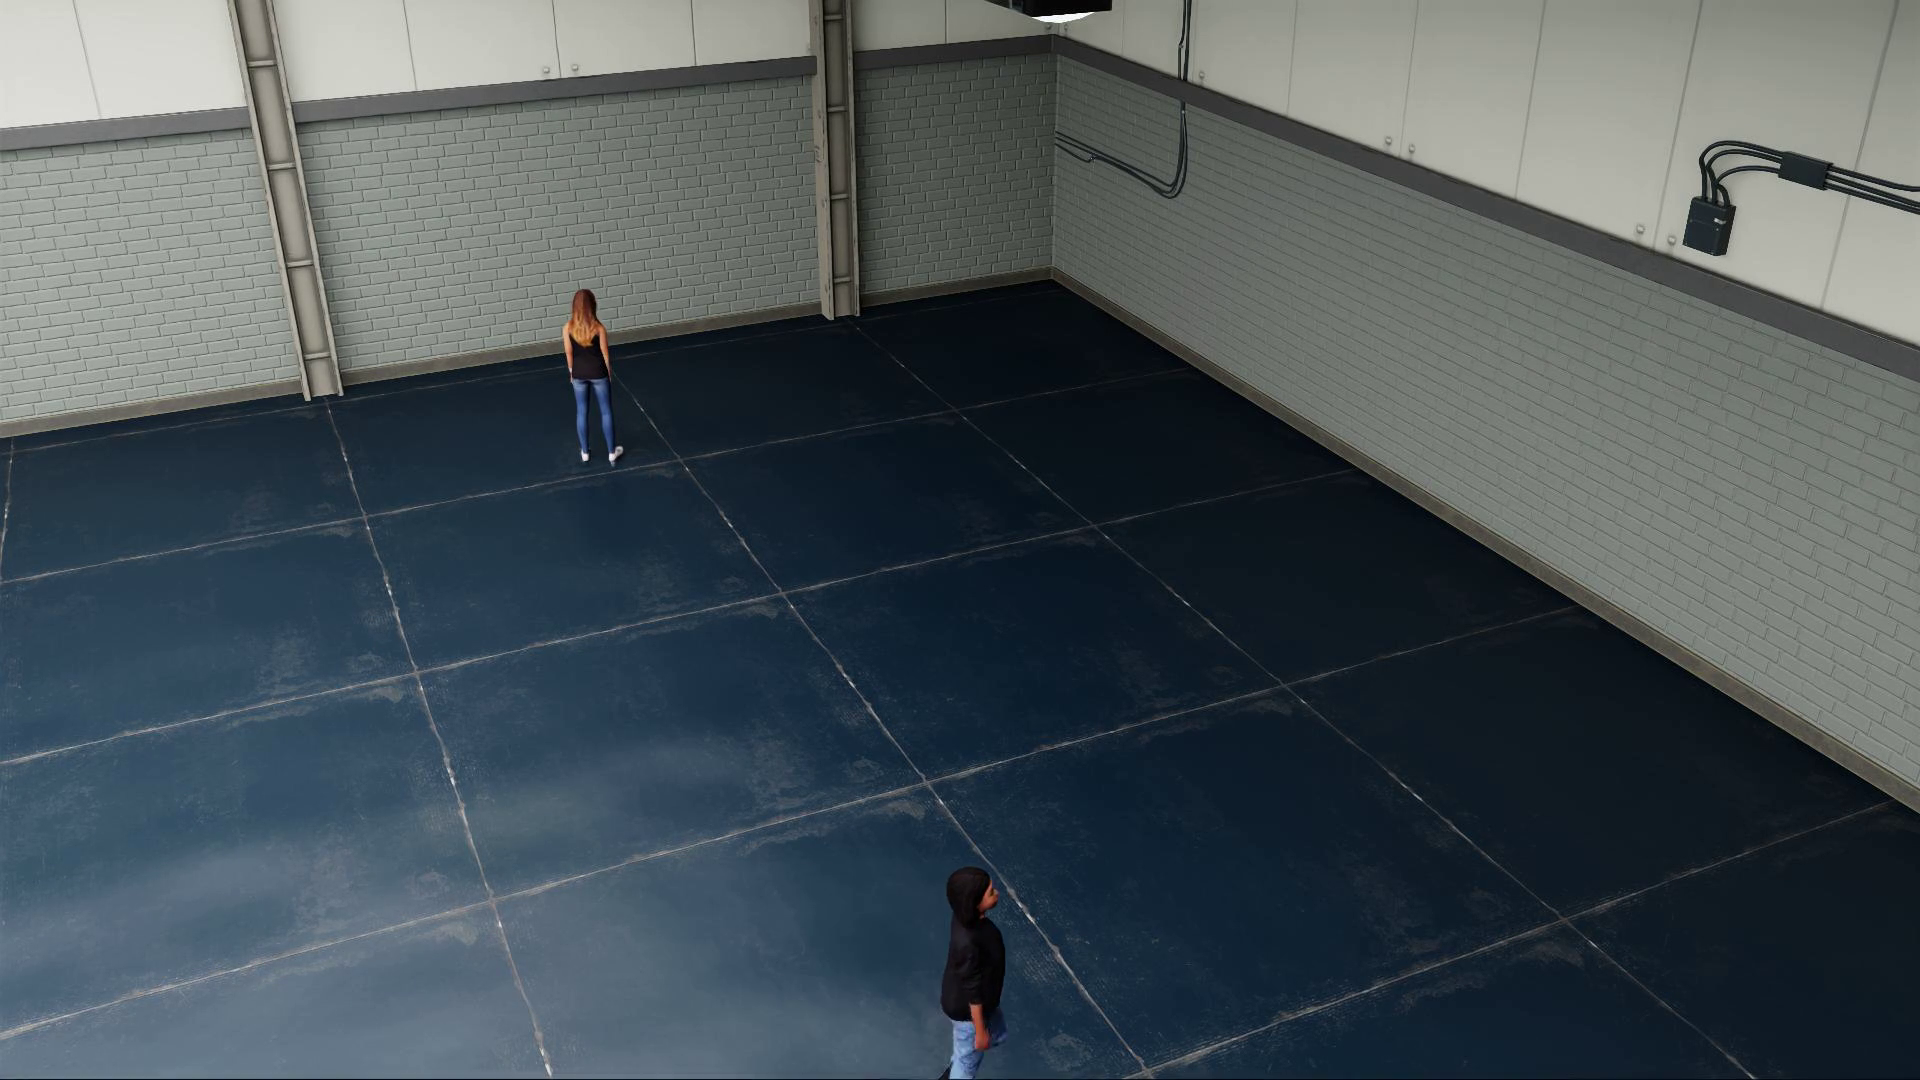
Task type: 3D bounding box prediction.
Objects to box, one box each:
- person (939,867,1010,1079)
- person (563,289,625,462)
[{"bbox_3d":[-0.033,2.370,8.451,0.756,1.689,0.694,2,27,3],"label":"person"},{"bbox_3d":[-3.585,-1.593,16.113,0.593,1.721,0.724,1,27,1],"label":"person"}]
